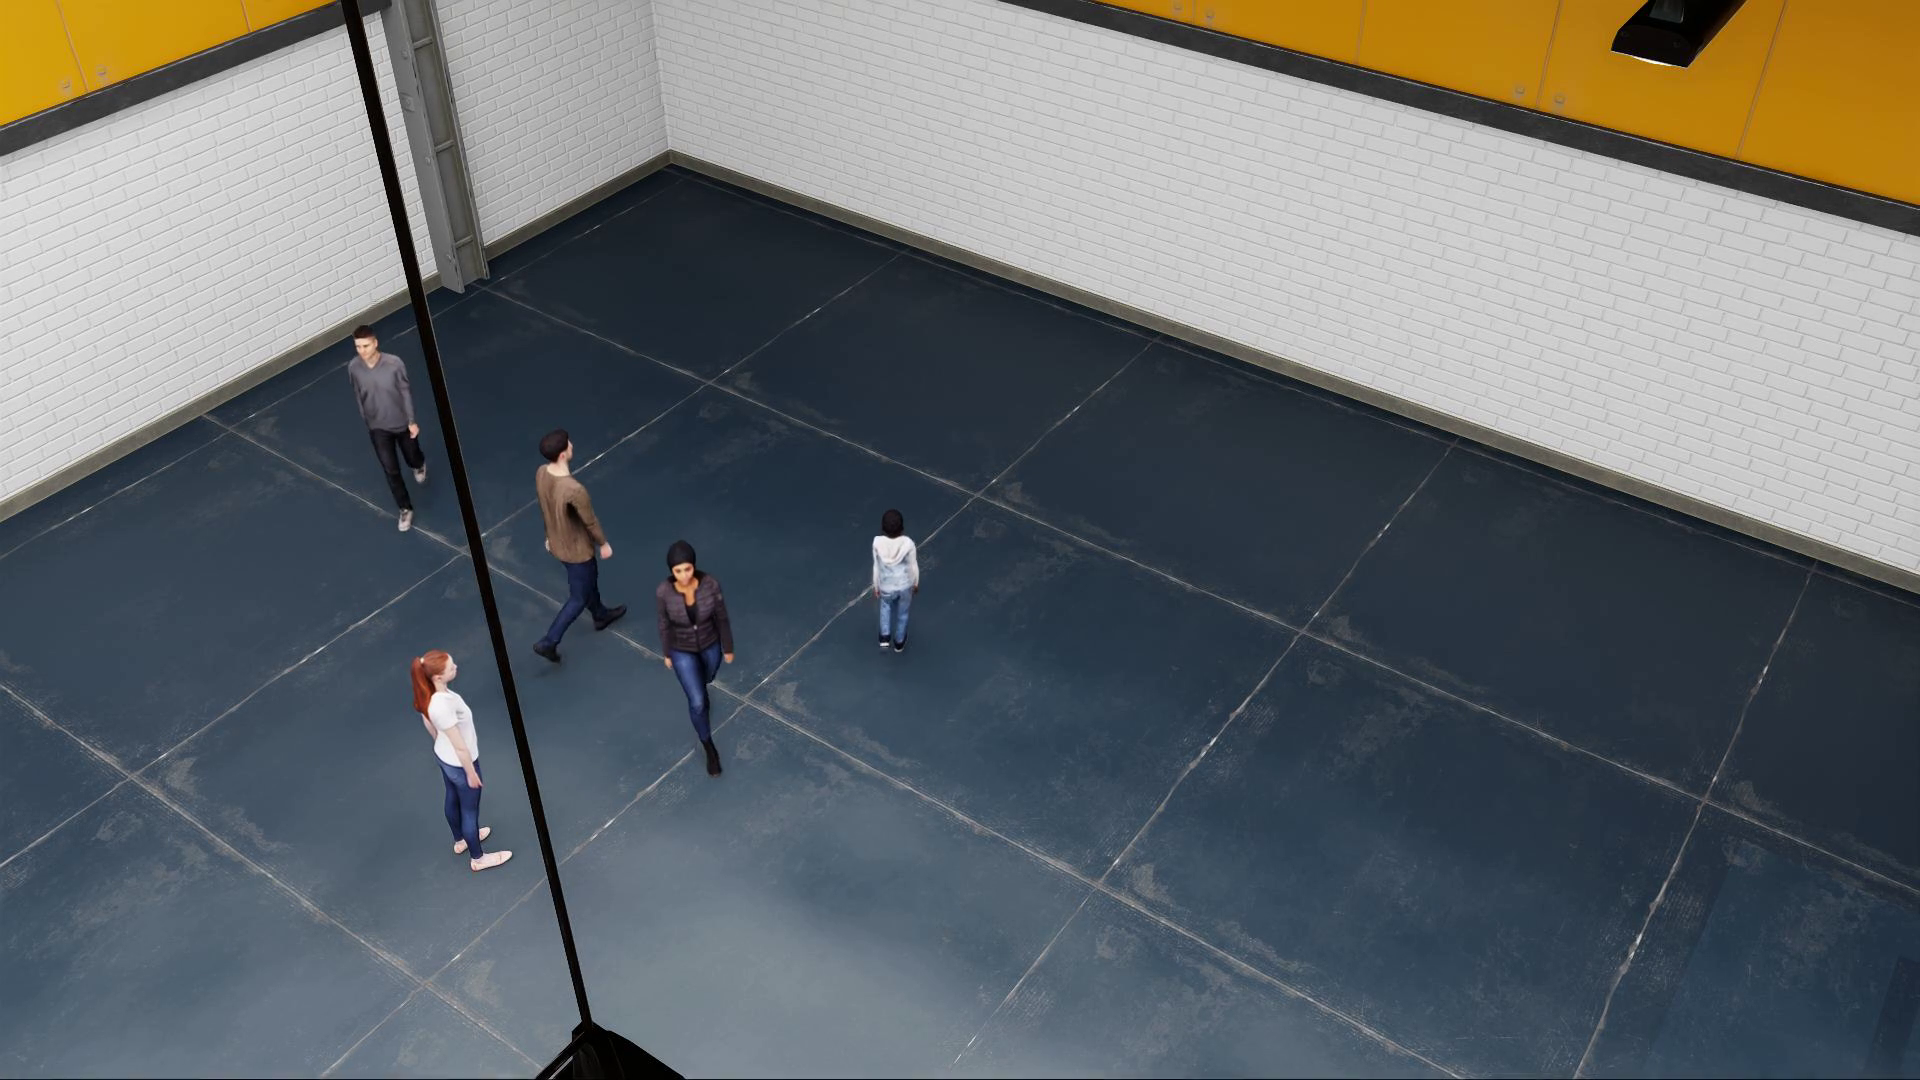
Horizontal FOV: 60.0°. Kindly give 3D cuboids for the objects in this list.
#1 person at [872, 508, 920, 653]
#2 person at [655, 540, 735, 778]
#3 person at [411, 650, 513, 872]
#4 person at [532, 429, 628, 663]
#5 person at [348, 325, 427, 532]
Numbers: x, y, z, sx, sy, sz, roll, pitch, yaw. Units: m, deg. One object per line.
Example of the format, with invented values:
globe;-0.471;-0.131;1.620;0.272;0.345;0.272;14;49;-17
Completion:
person;-0.478;0.336;12.087;0.560;1.251;0.612;7;39;8
person;-1.789;0.697;11.269;1.148;1.708;1.137;-11;40;-13
person;-3.167;1.371;10.402;0.602;1.737;0.626;-28;46;-30
person;-2.838;0.076;11.924;1.152;1.861;0.793;-32;48;-33
person;-4.547;-0.979;13.339;1.018;1.744;1.080;-6;39;-7
